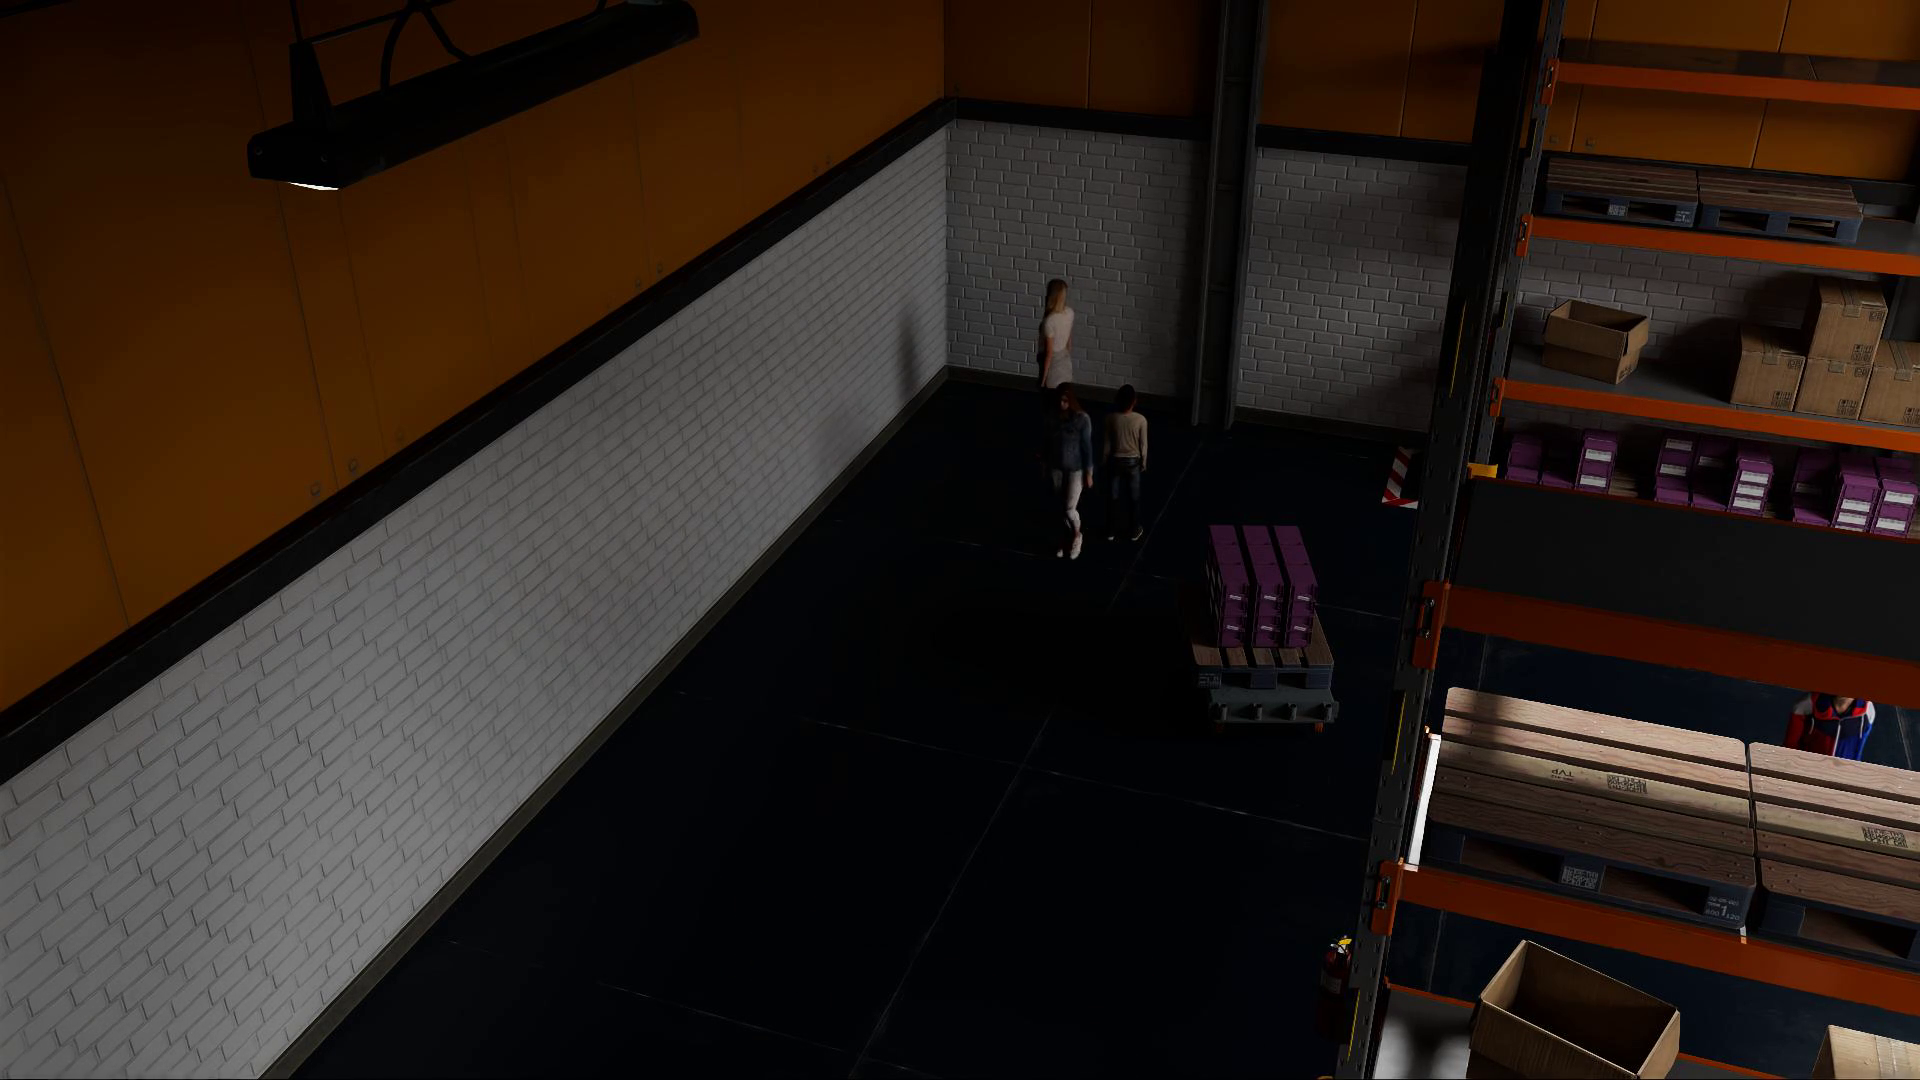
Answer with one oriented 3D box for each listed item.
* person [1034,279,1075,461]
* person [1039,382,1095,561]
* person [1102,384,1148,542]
[{"bbox_3d":[0.932,-1.633,16.009,0.637,1.826,0.675,21,35,33],"label":"person"},{"bbox_3d":[0.969,-0.629,14.319,0.593,1.682,0.759,17,33,28],"label":"person"},{"bbox_3d":[1.439,-0.674,14.627,0.509,1.465,0.646,4,29,7],"label":"person"}]
